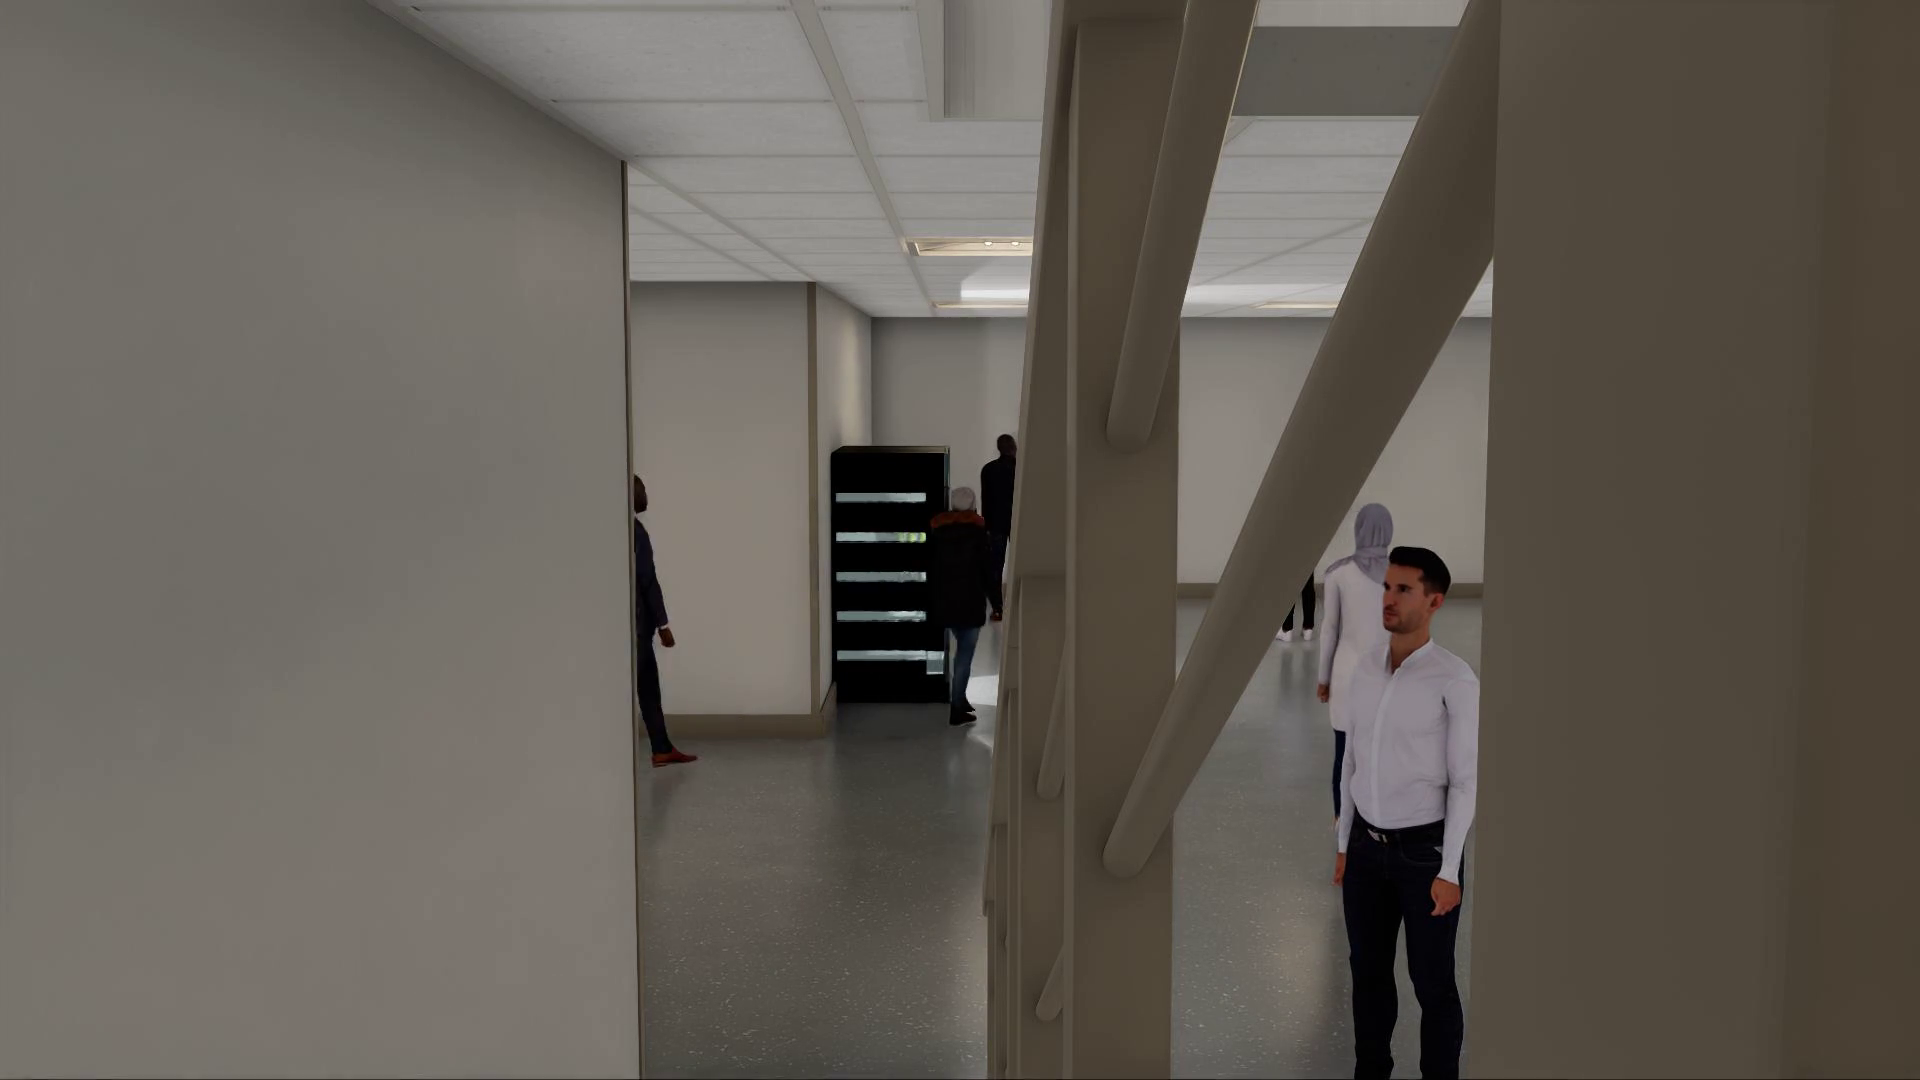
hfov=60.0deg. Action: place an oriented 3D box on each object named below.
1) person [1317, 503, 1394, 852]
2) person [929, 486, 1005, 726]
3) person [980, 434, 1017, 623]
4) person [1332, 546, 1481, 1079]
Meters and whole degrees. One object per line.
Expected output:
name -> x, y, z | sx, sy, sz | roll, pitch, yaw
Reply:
person -> 1.970, 0.717, 8.092 | 0.825, 1.759, 1.045 | 2, 6, 19
person -> -0.023, 0.459, 11.347 | 0.762, 1.622, 0.807 | 5, 7, 39
person -> 0.462, -0.120, 16.119 | 0.708, 1.818, 0.630 | 1, 6, 6
person -> 1.376, 0.939, 5.126 | 0.784, 1.872, 0.705 | -4, 7, -37
